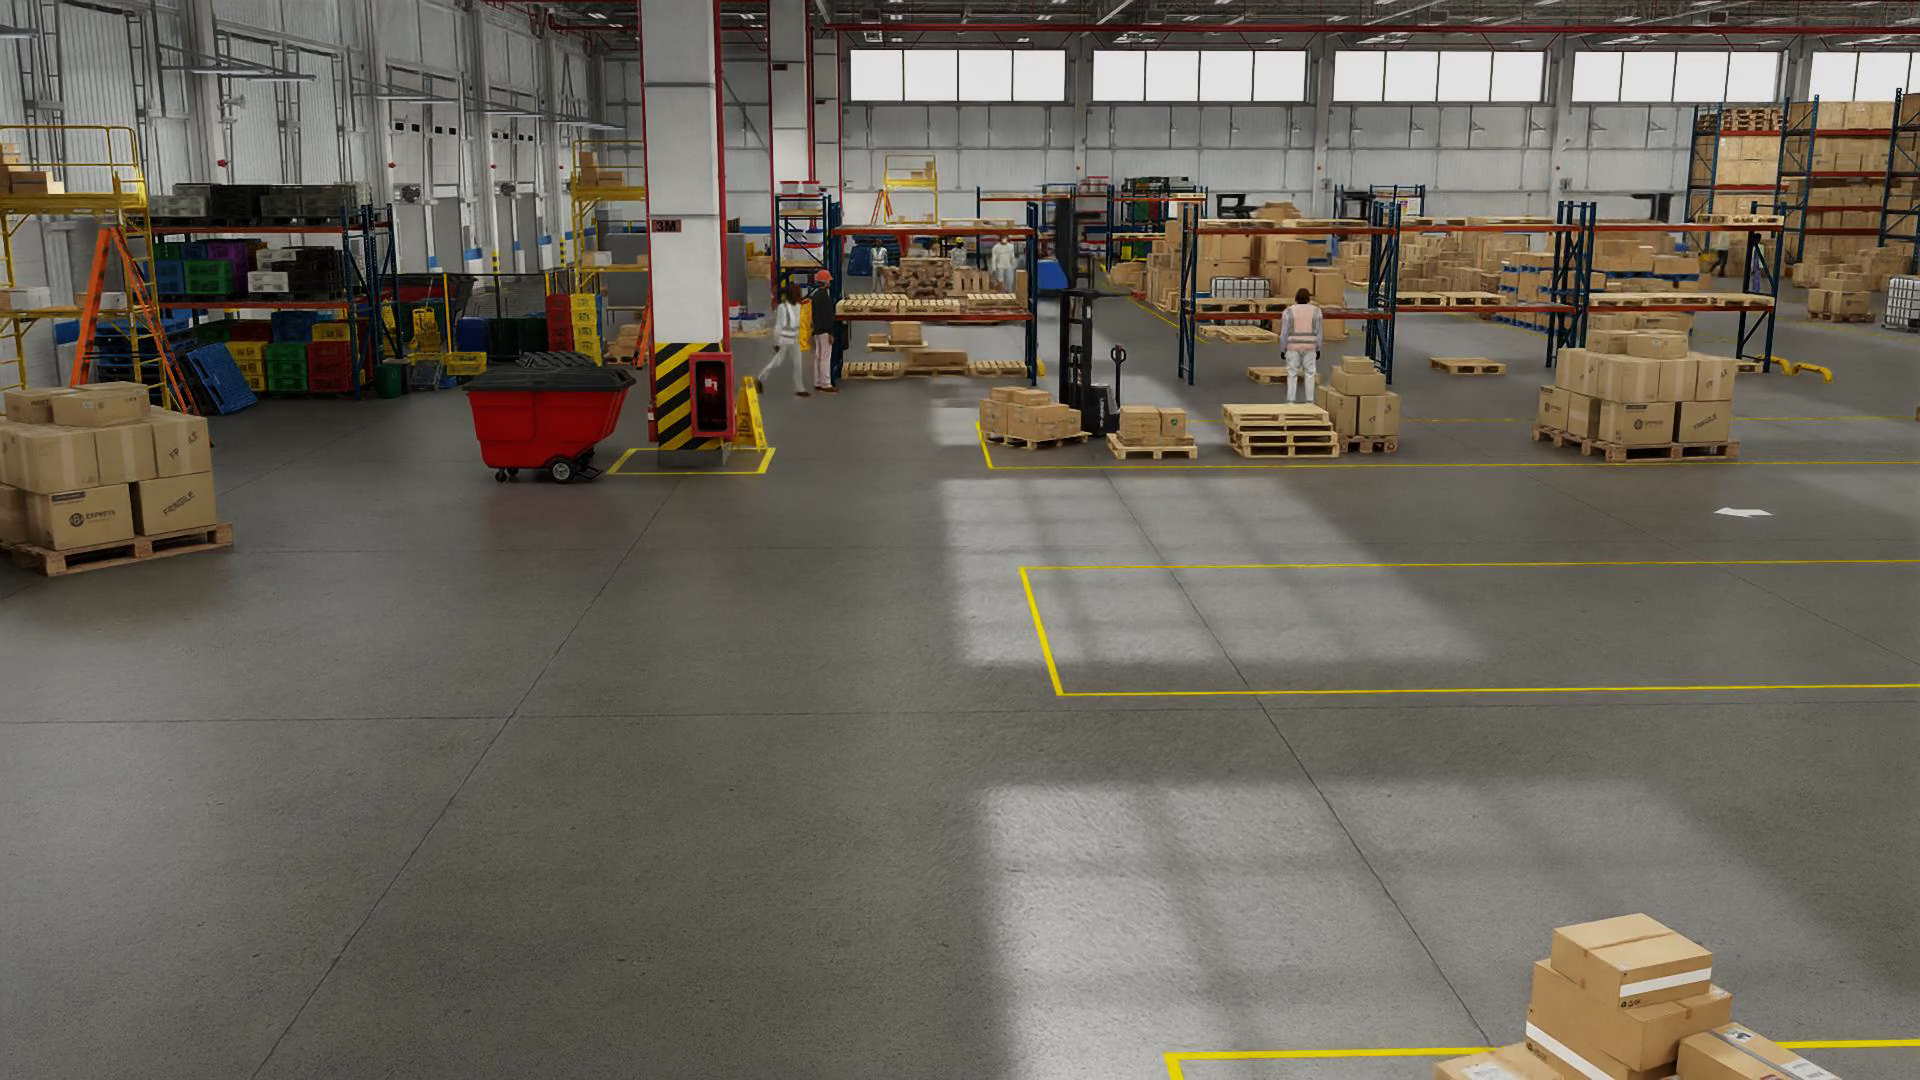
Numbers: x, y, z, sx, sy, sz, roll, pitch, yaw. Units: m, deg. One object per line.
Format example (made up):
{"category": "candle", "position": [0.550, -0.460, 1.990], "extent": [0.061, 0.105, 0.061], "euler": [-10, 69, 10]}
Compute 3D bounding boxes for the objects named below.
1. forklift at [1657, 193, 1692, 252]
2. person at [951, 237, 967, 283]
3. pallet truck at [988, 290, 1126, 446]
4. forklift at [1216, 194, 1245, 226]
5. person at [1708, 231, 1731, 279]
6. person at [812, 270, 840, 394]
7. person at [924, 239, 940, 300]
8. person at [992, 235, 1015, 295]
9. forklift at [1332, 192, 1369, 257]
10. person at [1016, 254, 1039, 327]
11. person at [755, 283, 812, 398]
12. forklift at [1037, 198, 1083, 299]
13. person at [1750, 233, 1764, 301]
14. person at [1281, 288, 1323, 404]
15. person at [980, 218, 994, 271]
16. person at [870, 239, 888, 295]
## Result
{"category": "forklift", "position": [24.292, -10.581, 57.496], "extent": [1.873, 2.768, 1.129], "euler": [7, 14, 28]}
{"category": "person", "position": [-0.023, -7.679, 46.981], "extent": [0.490, 1.744, 0.295], "euler": [-6, 14, -26]}
{"category": "pallet truck", "position": [1.257, -2.299, 22.111], "extent": [1.885, 1.965, 0.823], "euler": [-9, 15, -35]}
{"category": "forklift", "position": [9.027, -10.194, 55.748], "extent": [1.129, 2.768, 1.873], "euler": [-4, 13, -17]}
{"category": "person", "position": [25.708, -9.805, 56.065], "extent": [0.644, 1.967, 0.555], "euler": [-8, 15, -32]}
{"category": "person", "position": [-2.203, -3.378, 26.979], "extent": [0.368, 1.996, 0.622], "euler": [-6, 14, -26]}
{"category": "person", "position": [-0.767, -7.024, 43.844], "extent": [0.543, 1.818, 0.433], "euler": [-9, 15, -35]}
{"category": "person", "position": [1.224, -7.375, 45.206], "extent": [0.663, 1.914, 0.783], "euler": [-3, 13, -15]}
{"category": "forklift", "position": [14.616, -11.540, 61.823], "extent": [1.129, 2.768, 1.873], "euler": [0, 12, -2]}
{"category": "person", "position": [1.536, -5.892, 38.595], "extent": [0.698, 1.893, 0.407], "euler": [-11, 16, -40]}
{"category": "person", "position": [-2.840, -3.199, 26.592], "extent": [0.991, 1.833, 0.602], "euler": [8, 15, 34]}
{"category": "forklift", "position": [2.865, -8.203, 46.757], "extent": [1.873, 2.768, 1.129], "euler": [0, 12, -2]}
{"category": "person", "position": [21.723, -7.405, 45.358], "extent": [0.390, 1.913, 0.587], "euler": [8, 15, 32]}
{"category": "person", "position": [5.131, -2.867, 25.028], "extent": [0.621, 1.845, 0.429], "euler": [1, 13, 5]}
{"category": "person", "position": [0.957, -10.731, 60.418], "extent": [0.619, 1.896, 0.499], "euler": [-6, 14, -25]}
{"category": "person", "position": [-2.354, -7.913, 48.269], "extent": [0.515, 1.641, 0.315], "euler": [2, 13, 8]}
